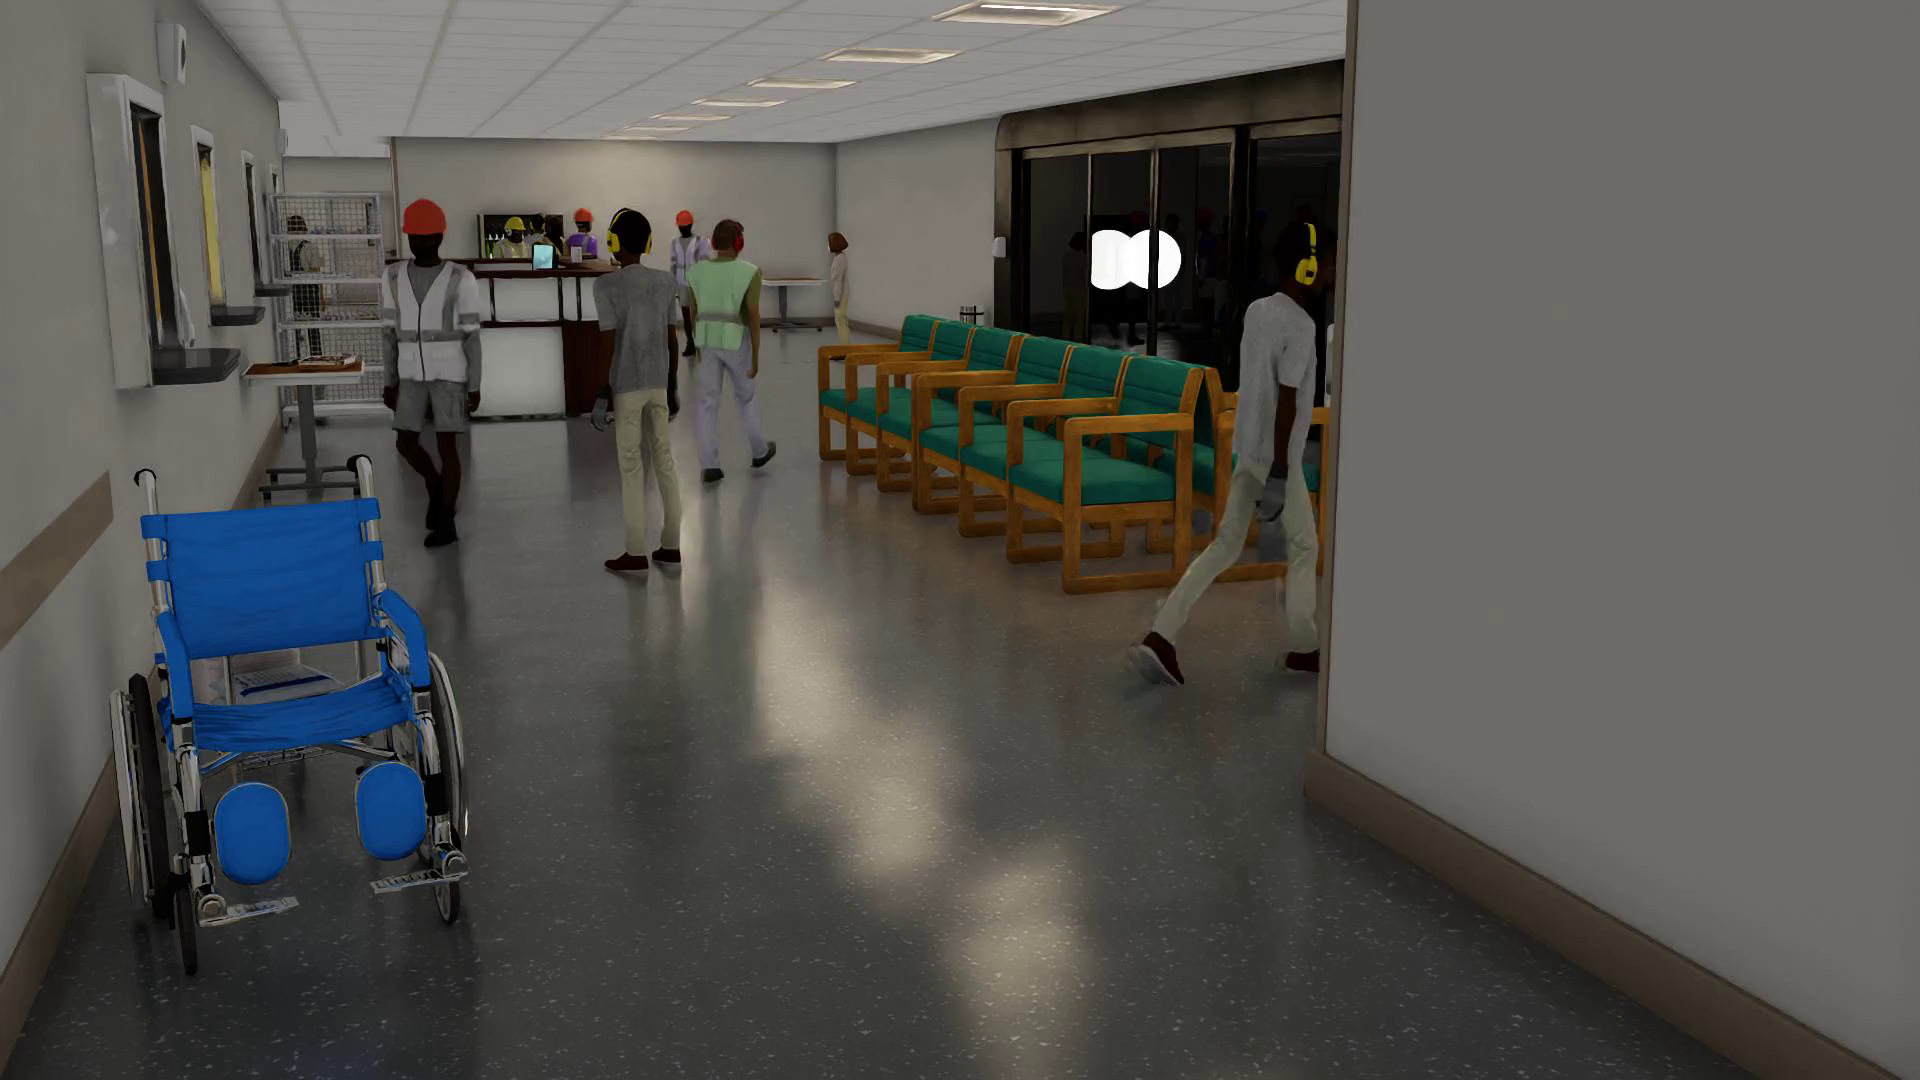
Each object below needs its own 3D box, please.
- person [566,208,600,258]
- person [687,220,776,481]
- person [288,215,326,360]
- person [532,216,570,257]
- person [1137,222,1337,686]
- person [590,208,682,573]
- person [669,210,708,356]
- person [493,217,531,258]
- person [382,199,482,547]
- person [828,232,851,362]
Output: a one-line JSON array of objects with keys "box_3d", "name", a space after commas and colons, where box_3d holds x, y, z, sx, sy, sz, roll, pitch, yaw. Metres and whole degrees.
[{"box_3d": [-4.905, -3.373, 21.859, 0.556, 1.930, 0.404, 7, 13, 31], "name": "person"}, {"box_3d": [-1.621, -1.350, 11.775, 0.590, 1.793, 0.965, 3, 11, 15], "name": "person"}, {"box_3d": [-7.437, -2.738, 18.806, 0.504, 1.840, 0.345, 0, 11, 0], "name": "person"}, {"box_3d": [-5.289, -3.300, 21.731, 0.431, 1.835, 0.622, 6, 12, 27], "name": "person"}, {"box_3d": [1.131, -0.319, 6.462, 0.959, 1.820, 0.576, -4, 12, -20], "name": "person"}, {"box_3d": [-1.672, -0.762, 8.594, 0.518, 1.874, 0.330, -10, 15, -43], "name": "person"}, {"box_3d": [-3.547, -3.386, 21.941, 0.581, 1.912, 0.565, 3, 11, 16], "name": "person"}, {"box_3d": [-5.935, -3.390, 22.211, 0.404, 1.826, 0.591, 8, 14, 37], "name": "person"}, {"box_3d": [-2.943, -0.924, 9.284, 0.575, 1.923, 0.472, 1, 11, 4], "name": "person"}, {"box_3d": [-1.541, -3.098, 21.226, 0.285, 1.627, 0.504, 0, 11, 2], "name": "person"}]
